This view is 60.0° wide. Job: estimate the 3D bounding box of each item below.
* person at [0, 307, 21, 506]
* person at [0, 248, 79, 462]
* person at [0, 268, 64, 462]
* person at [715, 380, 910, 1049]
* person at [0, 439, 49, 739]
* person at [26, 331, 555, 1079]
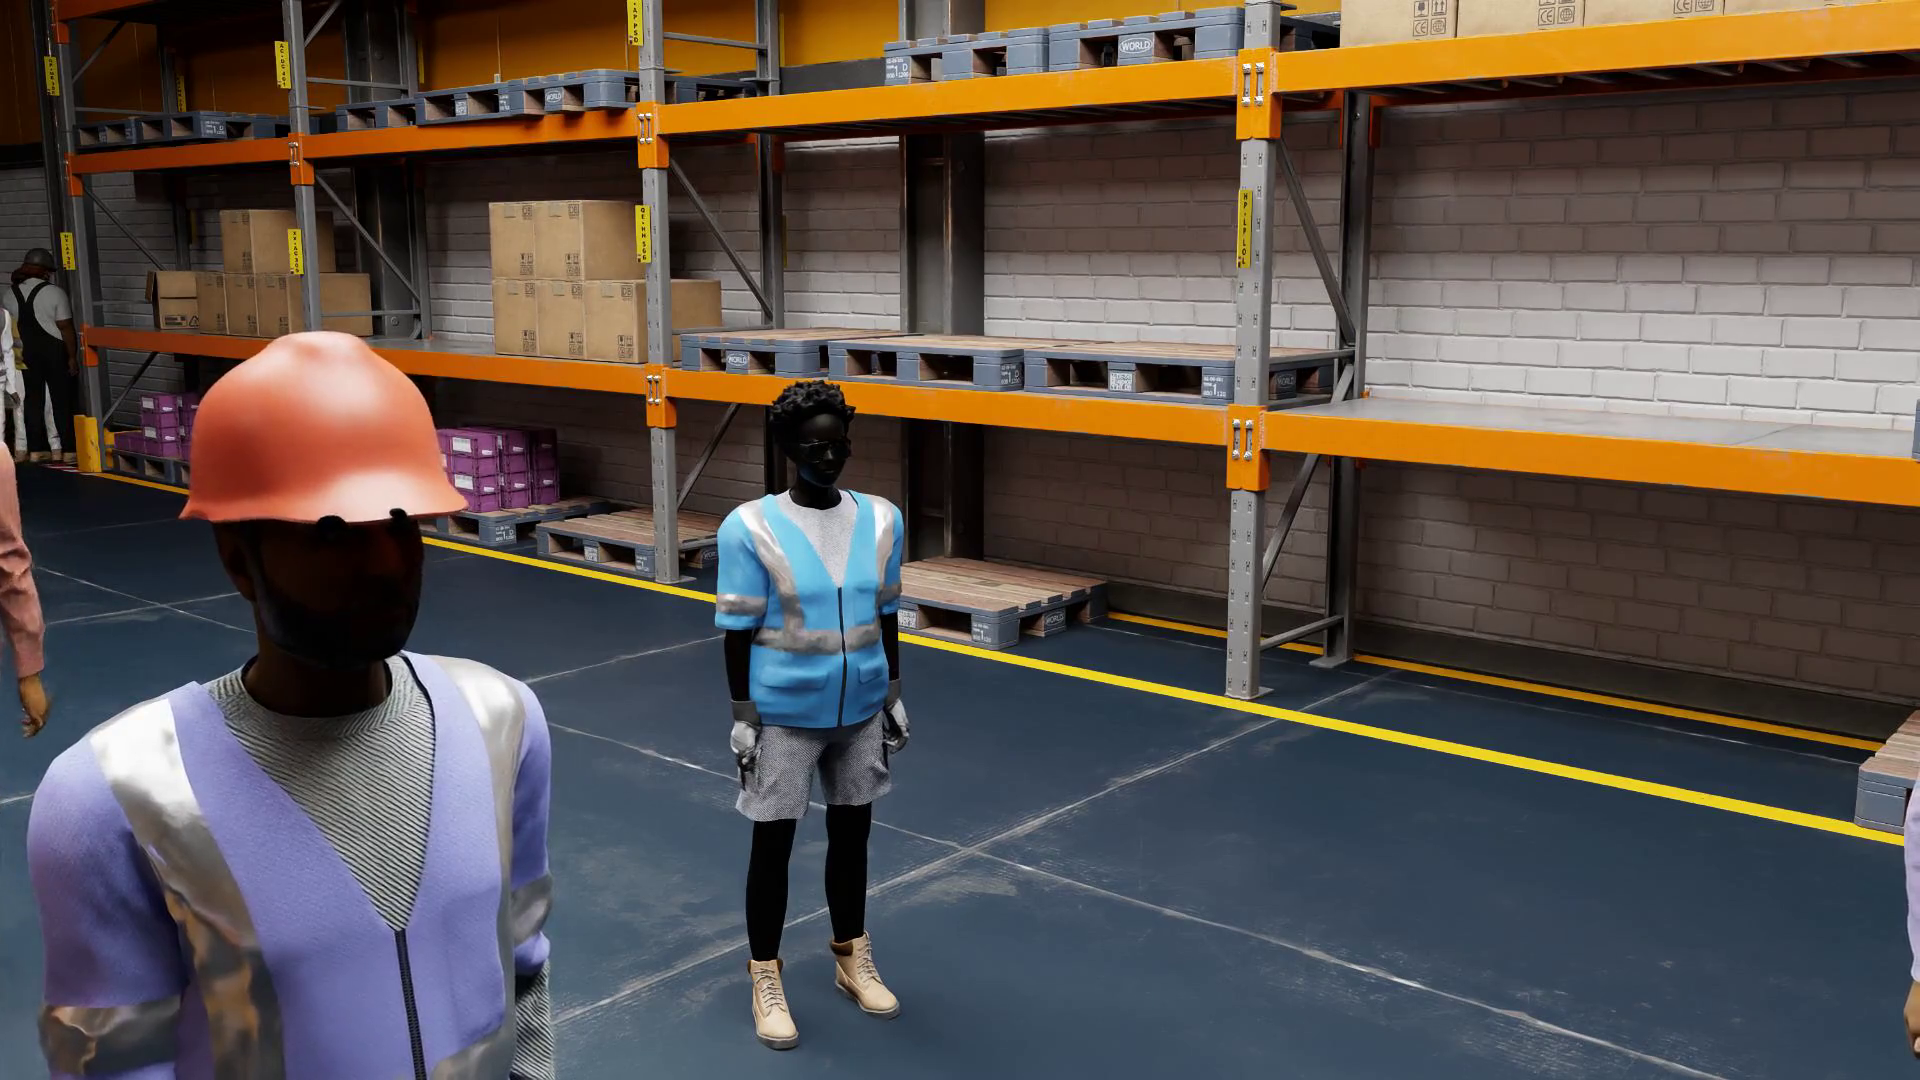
[{"bbox_3d":[-7.590,-1.164,12.863,0.358,1.881,0.574,9,13,40],"label":"person"},{"bbox_3d":[-8.656,-1.758,15.790,0.677,2.000,0.536,1,10,6],"label":"person"},{"bbox_3d":[-8.792,-1.653,15.766,0.629,1.840,0.429,-4,11,-21],"label":"person"},{"bbox_3d":[-0.368,0.436,4.278,0.535,1.697,0.318,-6,12,-32],"label":"person"},{"bbox_3d":[-2.677,0.332,4.172,0.640,1.946,1.035,-2,10,-11],"label":"person"},{"bbox_3d":[-0.626,0.758,1.744,0.347,1.943,0.544,8,13,39],"label":"person"}]
